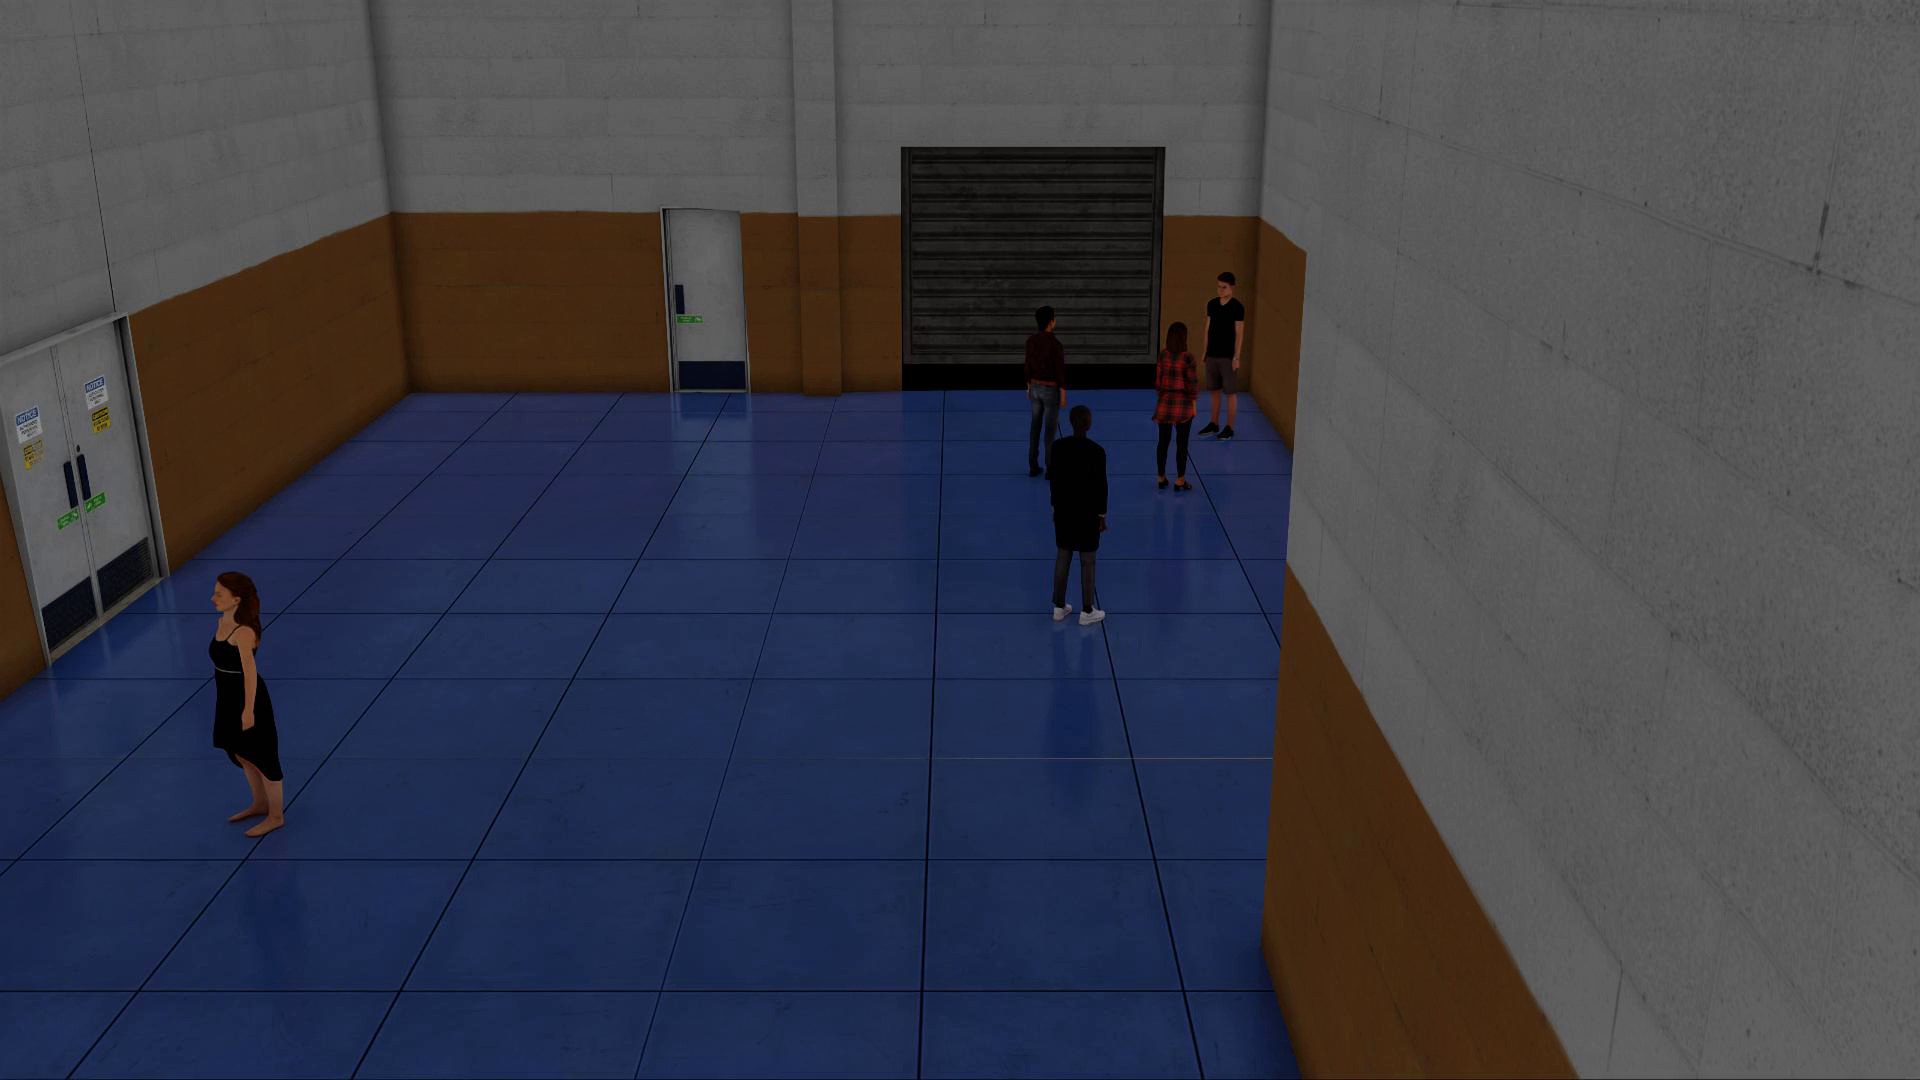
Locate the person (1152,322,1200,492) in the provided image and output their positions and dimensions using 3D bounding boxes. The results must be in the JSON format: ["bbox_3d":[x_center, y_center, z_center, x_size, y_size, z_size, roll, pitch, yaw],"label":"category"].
[{"bbox_3d":[2.146,-1.334,16.577,0.675,1.703,0.766,13,23,34],"label":"person"}]

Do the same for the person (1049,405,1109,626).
[{"bbox_3d":[0.919,-0.206,13.142,0.680,1.761,0.792,11,21,29],"label":"person"}]

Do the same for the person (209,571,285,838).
[{"bbox_3d":[-4.247,0.958,9.900,0.733,1.625,0.677,-16,24,-40],"label":"person"}]

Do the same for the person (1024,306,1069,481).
[{"bbox_3d":[0.861,-1.504,16.957,0.682,1.782,0.774,14,23,36],"label":"person"}]

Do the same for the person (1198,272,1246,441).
[{"bbox_3d":[2.940,-2.067,18.504,0.805,1.862,0.754,-16,25,-40],"label":"person"}]
